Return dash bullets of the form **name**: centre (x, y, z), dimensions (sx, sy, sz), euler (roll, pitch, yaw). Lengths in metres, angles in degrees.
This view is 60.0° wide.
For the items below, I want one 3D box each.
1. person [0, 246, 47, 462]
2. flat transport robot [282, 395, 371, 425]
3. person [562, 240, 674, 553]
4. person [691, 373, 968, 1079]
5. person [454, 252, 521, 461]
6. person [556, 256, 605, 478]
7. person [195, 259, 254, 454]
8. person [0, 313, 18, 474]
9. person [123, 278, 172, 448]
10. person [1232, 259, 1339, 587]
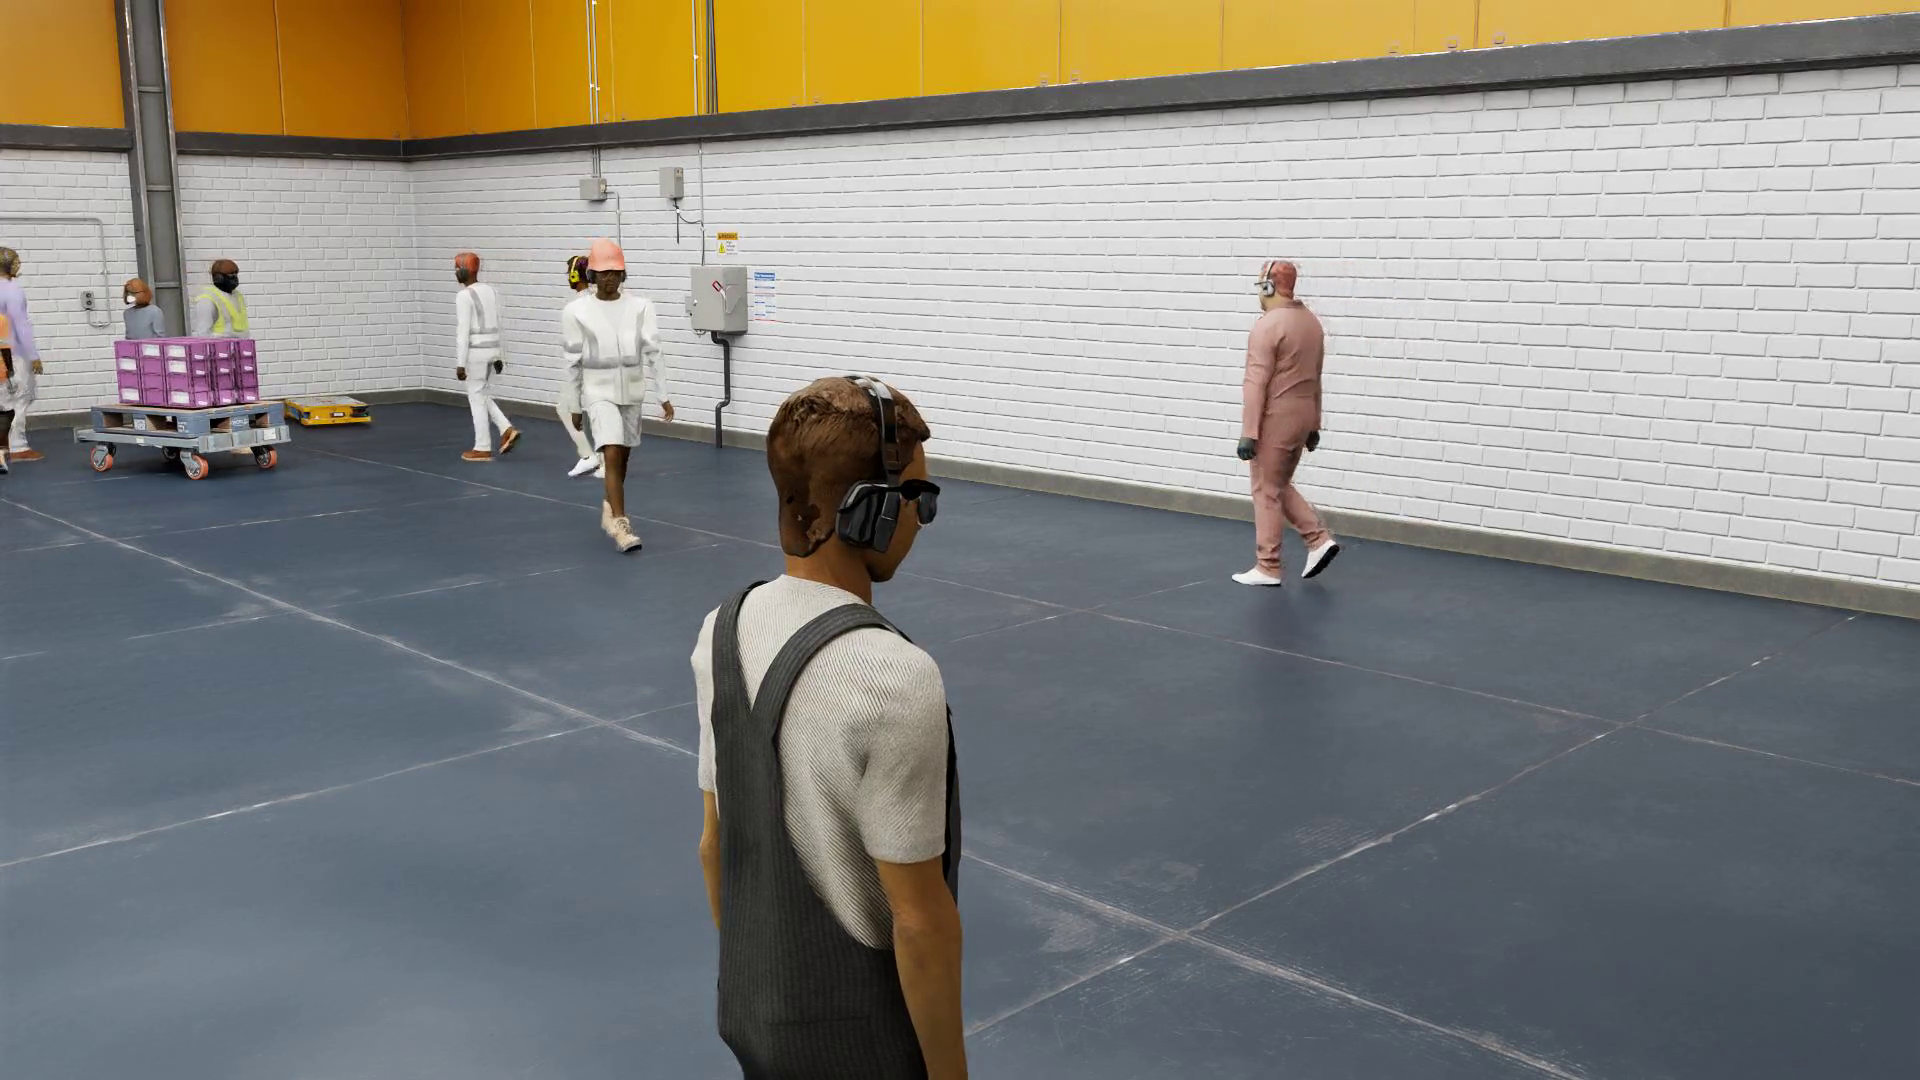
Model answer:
- **person**: centre (-8.421, -1.646, 14.838), dimensions (0.635, 1.923, 0.429), euler (10, 14, 43)
- **flat transport robot**: centre (-6.920, -1.420, 18.119), dimensions (0.652, 0.197, 1.431), euler (-6, 12, -31)
- **person**: centre (-2.242, -0.943, 10.846), dimensions (0.632, 1.995, 1.041), euler (-6, 12, -29)
- **person**: centre (-0.159, 0.693, 2.311), dimensions (0.344, 1.841, 0.504), euler (-9, 14, -40)
- **person**: centre (-4.281, -1.623, 14.858), dimensions (0.469, 1.869, 0.598), euler (2, 11, 12)
- **person**: centre (-3.145, -1.434, 13.875), dimensions (0.484, 1.849, 0.543), euler (5, 12, 26)
- **person**: centre (-6.908, -1.697, 15.450), dimensions (0.703, 1.811, 0.640), euler (1, 10, 4)
- **person**: centre (-8.139, -1.347, 13.828), dimensions (0.549, 1.684, 0.362), euler (-2, 11, -12)
- **person**: centre (-7.756, -1.687, 15.907), dimensions (0.512, 1.615, 0.352), euler (4, 11, 23)
- **person**: centre (1.859, -0.658, 9.547), dimensions (0.488, 1.889, 0.664), euler (8, 13, 36)
